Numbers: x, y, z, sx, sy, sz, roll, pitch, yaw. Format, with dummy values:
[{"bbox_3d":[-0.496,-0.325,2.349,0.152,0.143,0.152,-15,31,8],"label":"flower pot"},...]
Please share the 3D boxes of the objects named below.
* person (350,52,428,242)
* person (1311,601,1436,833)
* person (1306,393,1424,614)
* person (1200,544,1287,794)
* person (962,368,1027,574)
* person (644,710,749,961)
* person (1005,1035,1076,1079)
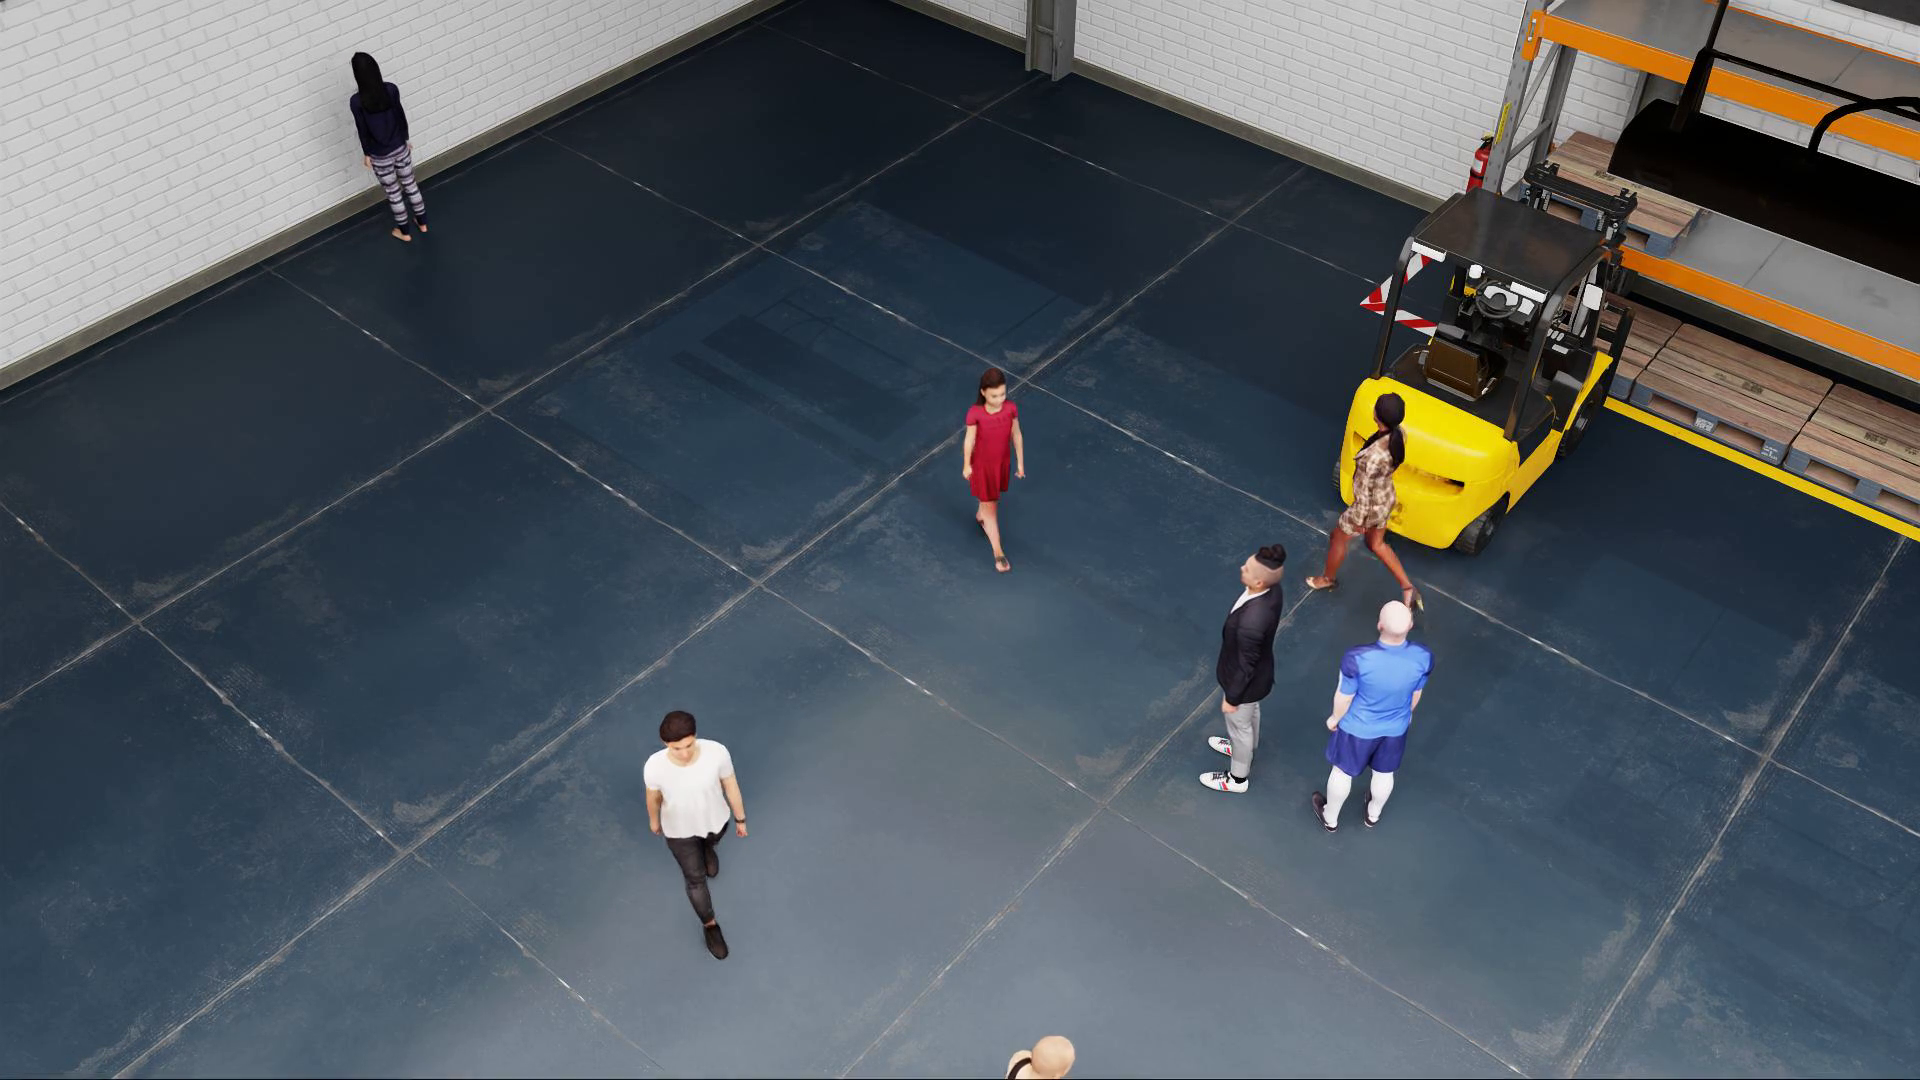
[{"bbox_3d":[-4.910,-3.371,14.260,0.625,1.733,0.536,-34,53,-30],"label":"person"},{"bbox_3d":[2.373,1.033,9.561,0.748,1.839,0.808,-3,44,-3],"label":"person"},{"bbox_3d":[2.775,-0.175,10.885,1.055,1.762,0.627,26,49,25],"label":"person"},{"bbox_3d":[1.694,0.748,9.779,0.730,1.950,0.788,13,45,13],"label":"person"},{"bbox_3d":[0.189,-0.601,11.503,0.822,1.526,1.029,-17,46,-17],"label":"person"},{"bbox_3d":[-1.469,1.467,9.218,1.014,1.683,1.195,-14,45,-14],"label":"person"},{"bbox_3d":[0.307,2.840,7.710,1.045,1.776,0.909,-15,46,-16],"label":"person"}]
